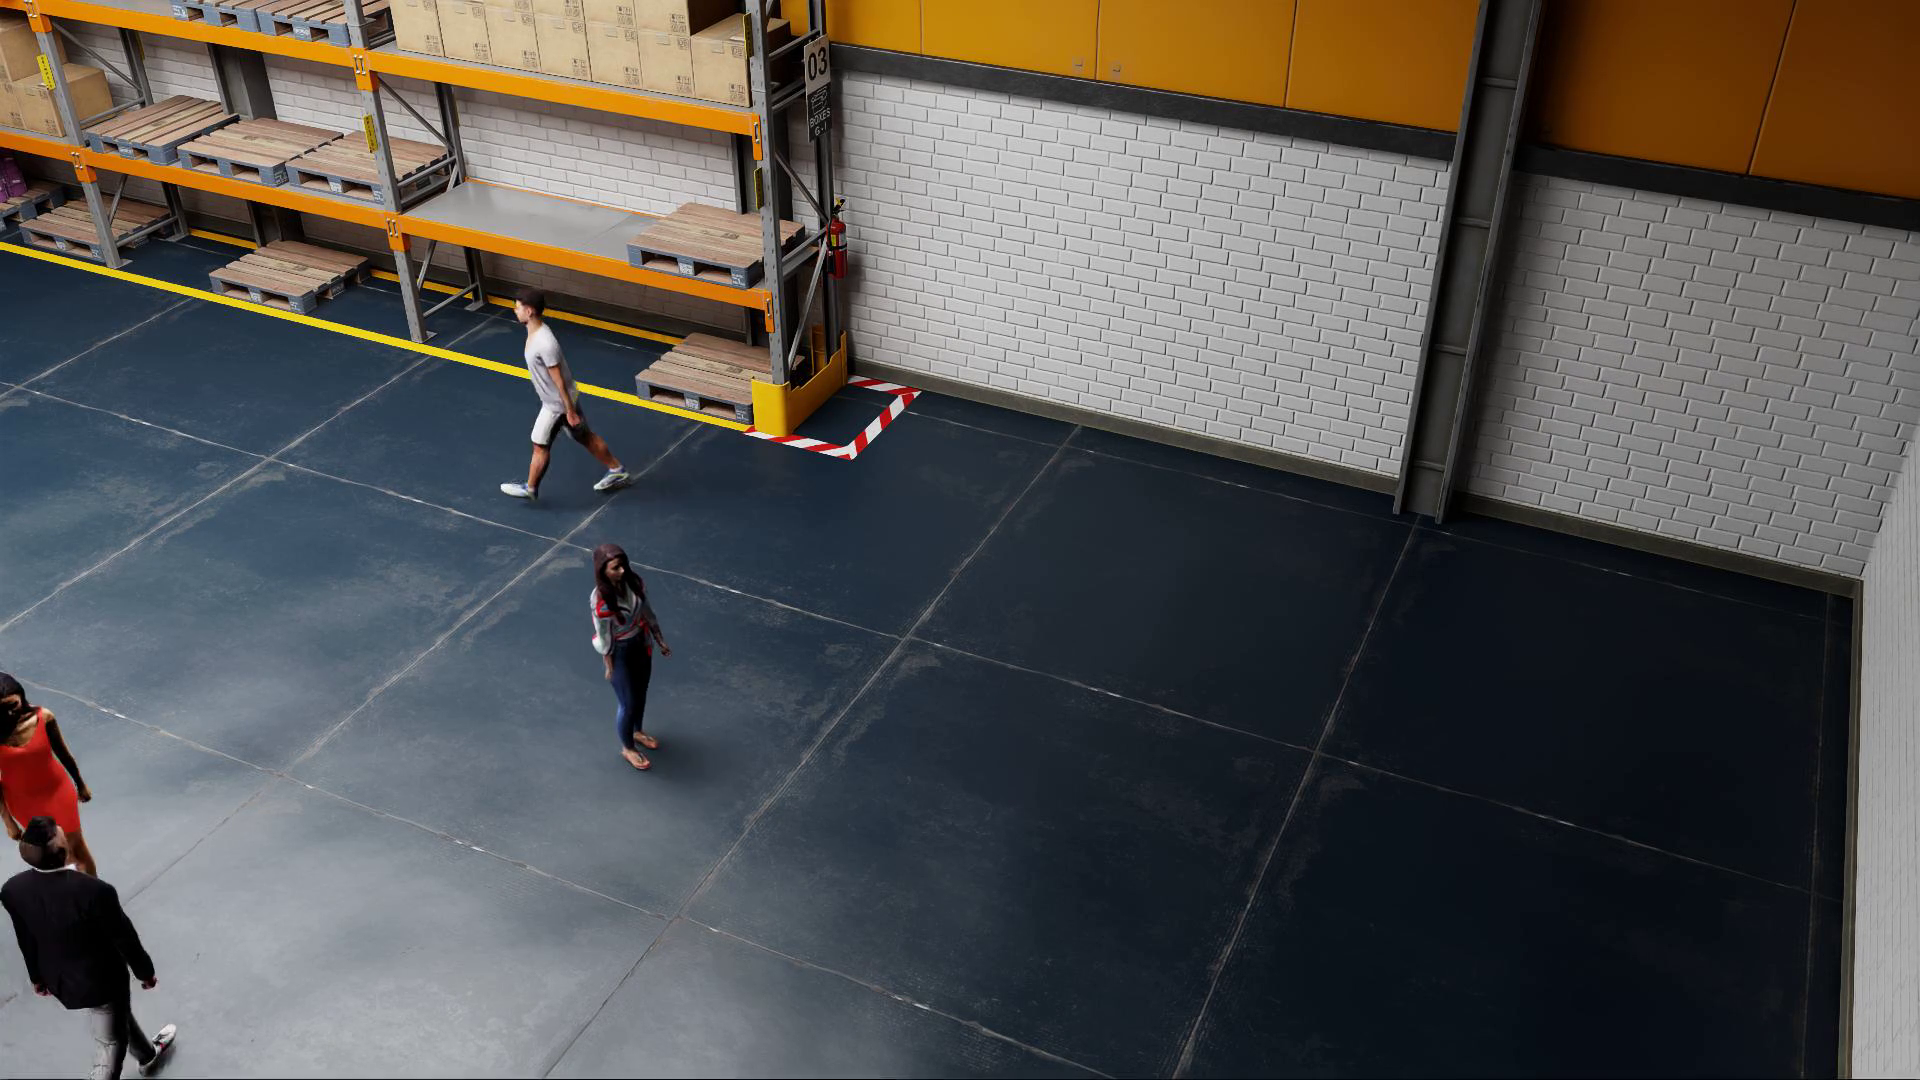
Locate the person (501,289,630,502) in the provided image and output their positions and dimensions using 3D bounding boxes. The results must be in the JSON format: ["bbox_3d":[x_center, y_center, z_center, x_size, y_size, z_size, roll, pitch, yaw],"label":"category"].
[{"bbox_3d":[-3.054,-1.100,13.047,1.333,1.784,1.260,-13,36,-18],"label":"person"}]

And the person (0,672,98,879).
[{"bbox_3d":[-5.198,1.406,9.358,0.982,1.694,1.170,-21,39,-28],"label":"person"}]

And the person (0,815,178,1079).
[{"bbox_3d":[-4.262,2.153,8.025,1.216,1.926,1.049,2,34,4],"label":"person"}]

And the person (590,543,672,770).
[{"bbox_3d":[-2.132,0.681,10.528,0.593,1.606,0.619,18,38,25],"label":"person"}]
